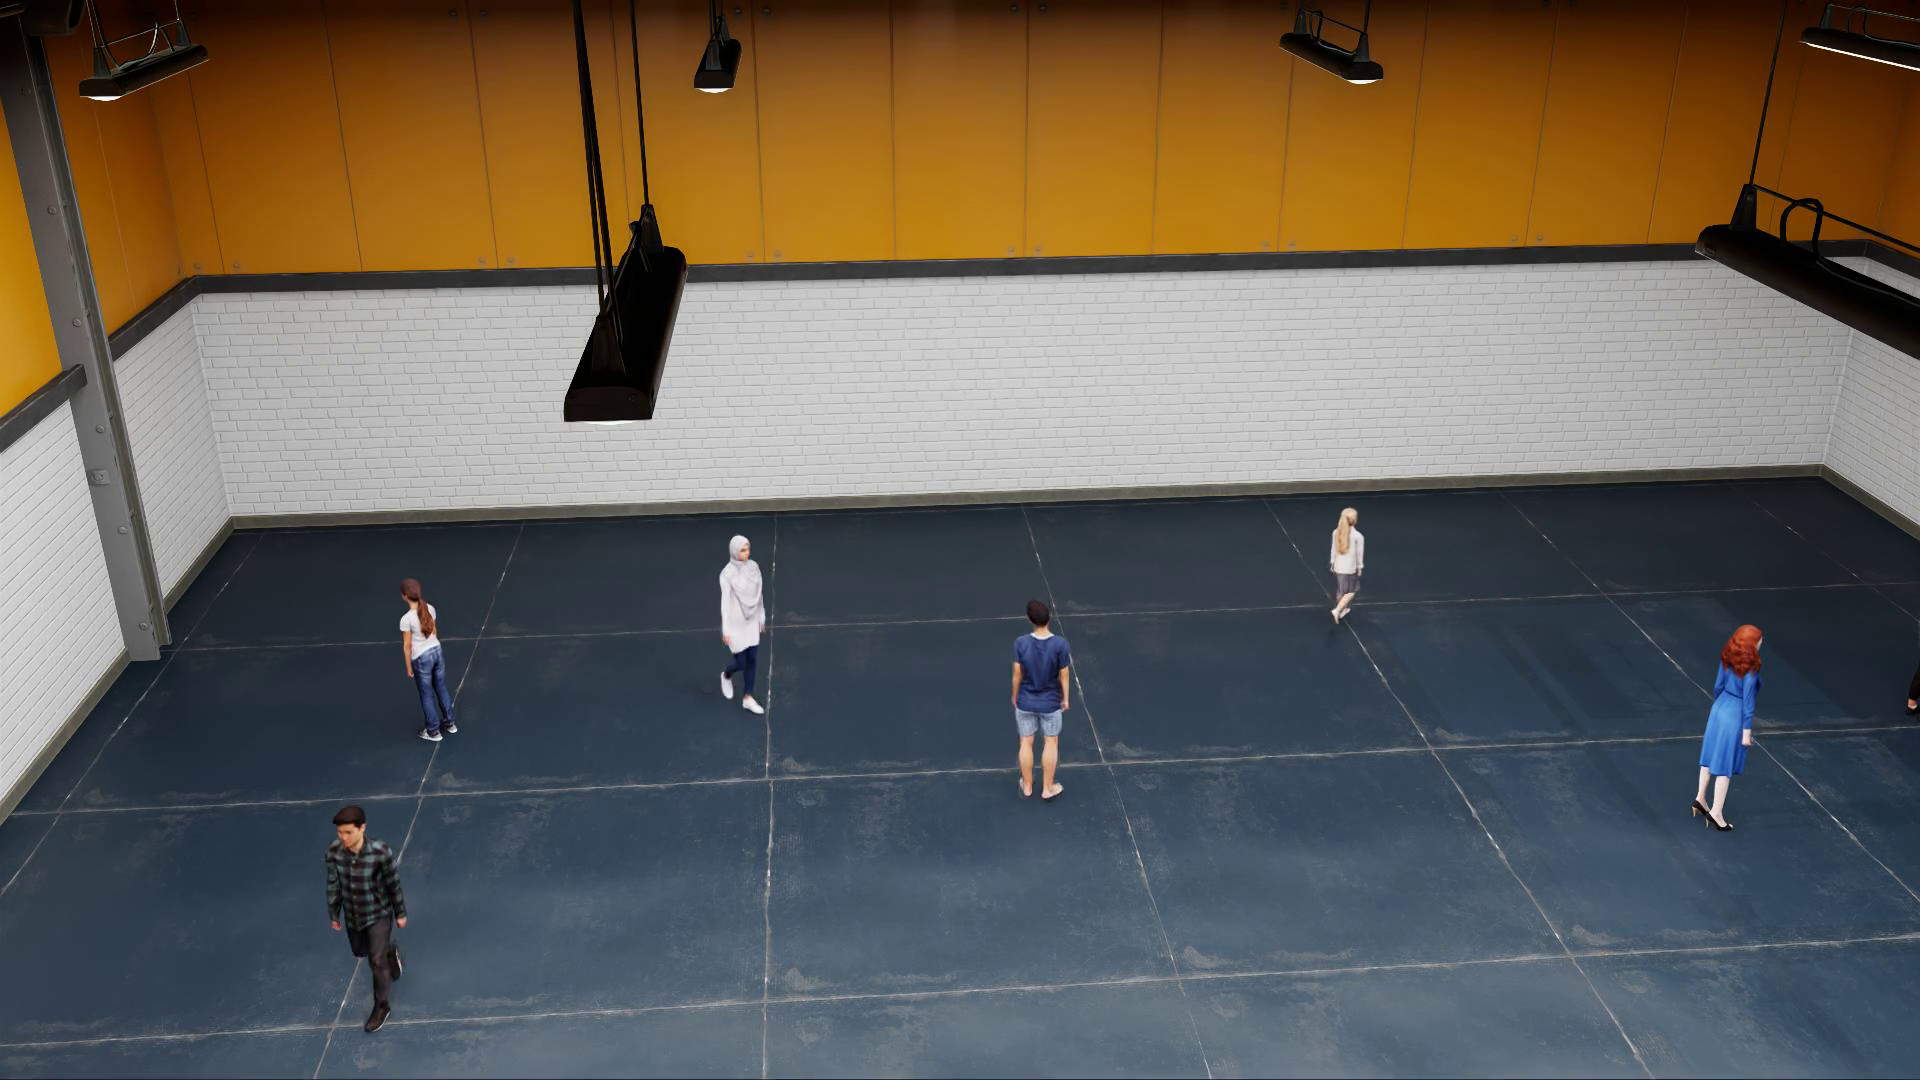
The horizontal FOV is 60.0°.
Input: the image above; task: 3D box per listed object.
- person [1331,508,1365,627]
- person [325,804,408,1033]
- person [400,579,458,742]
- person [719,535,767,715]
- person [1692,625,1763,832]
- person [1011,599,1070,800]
[{"bbox_3d":[3.978,0.283,17.185,0.773,1.264,0.828,19,30,36],"label":"person"},{"bbox_3d":[-4.103,2.525,11.559,0.820,1.696,1.016,2,24,5],"label":"person"},{"bbox_3d":[-4.825,1.065,15.031,0.679,1.558,0.611,16,28,32],"label":"person"},{"bbox_3d":[-2.072,0.764,15.454,0.848,1.769,0.916,-21,31,-40],"label":"person"},{"bbox_3d":[6.301,1.525,13.641,0.674,1.828,0.509,-3,24,-7],"label":"person"},{"bbox_3d":[0.659,1.352,14.027,0.685,1.835,0.663,5,24,11],"label":"person"}]
